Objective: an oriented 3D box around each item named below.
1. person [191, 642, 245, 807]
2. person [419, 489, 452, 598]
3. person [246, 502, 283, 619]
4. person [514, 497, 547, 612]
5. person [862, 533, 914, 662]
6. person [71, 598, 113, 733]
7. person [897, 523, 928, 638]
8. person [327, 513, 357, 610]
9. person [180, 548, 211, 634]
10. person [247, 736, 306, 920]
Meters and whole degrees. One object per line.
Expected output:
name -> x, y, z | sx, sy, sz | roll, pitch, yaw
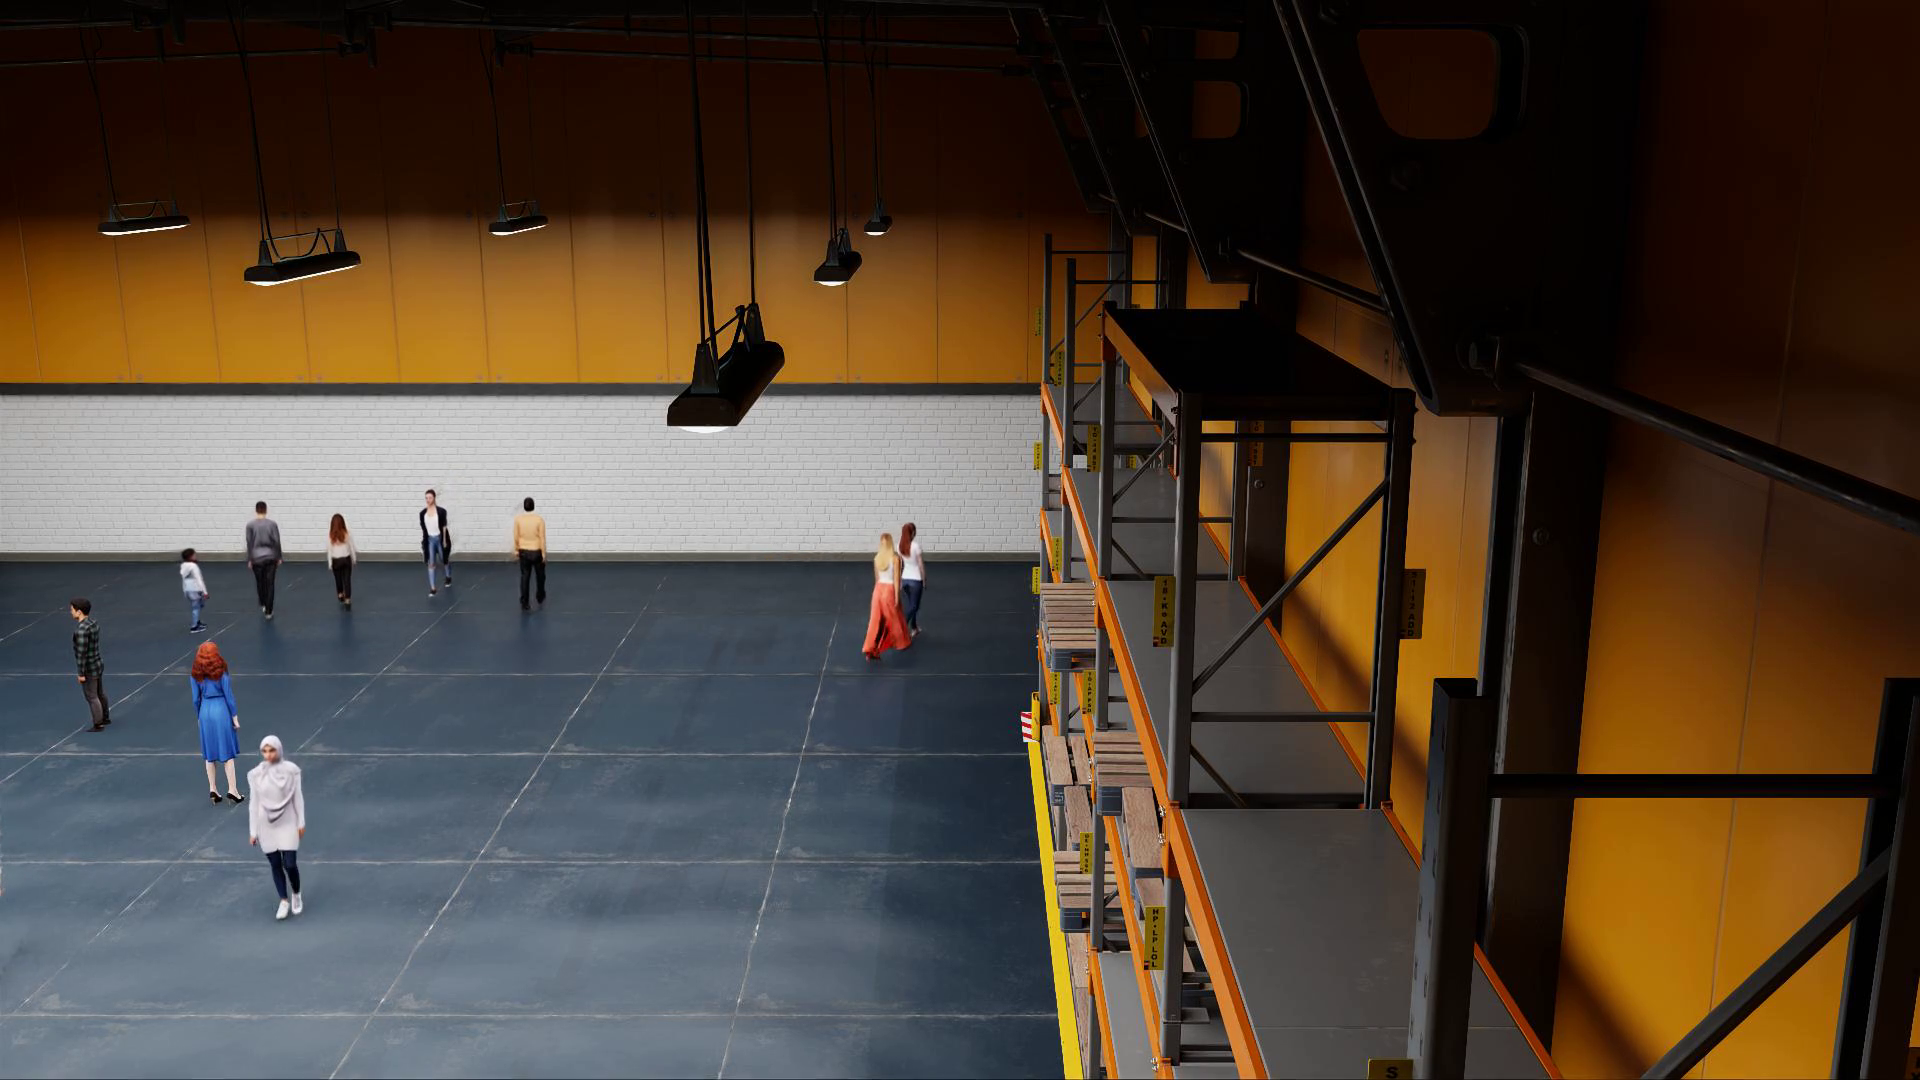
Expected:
person -> -8.019, 1.978, 17.928 | 0.627, 1.829, 0.585 | 1, 14, 5
person -> -8.277, 0.022, 26.381 | 0.684, 1.652, 1.118 | -1, 14, -5
person -> -10.443, 0.323, 24.958 | 0.805, 1.739, 1.038 | -4, 14, -18
person -> -6.564, 0.233, 25.337 | 0.648, 1.733, 1.107 | 0, 14, -1
person -> -1.085, 0.832, 22.841 | 1.145, 1.745, 1.356 | 10, 17, 36
person -> -10.613, 1.529, 20.281 | 0.744, 1.707, 0.532 | -2, 14, -9
person -> -0.735, 0.638, 23.710 | 0.961, 1.713, 1.127 | 9, 16, 33
person -> -9.448, 0.356, 25.448 | 0.762, 1.443, 1.020 | -5, 15, -20
person -> -11.226, 0.747, 24.245 | 0.595, 1.248, 0.654 | 11, 17, 38
person -> -6.289, 2.627, 15.386 | 0.652, 1.765, 0.621 | -2, 14, -7
